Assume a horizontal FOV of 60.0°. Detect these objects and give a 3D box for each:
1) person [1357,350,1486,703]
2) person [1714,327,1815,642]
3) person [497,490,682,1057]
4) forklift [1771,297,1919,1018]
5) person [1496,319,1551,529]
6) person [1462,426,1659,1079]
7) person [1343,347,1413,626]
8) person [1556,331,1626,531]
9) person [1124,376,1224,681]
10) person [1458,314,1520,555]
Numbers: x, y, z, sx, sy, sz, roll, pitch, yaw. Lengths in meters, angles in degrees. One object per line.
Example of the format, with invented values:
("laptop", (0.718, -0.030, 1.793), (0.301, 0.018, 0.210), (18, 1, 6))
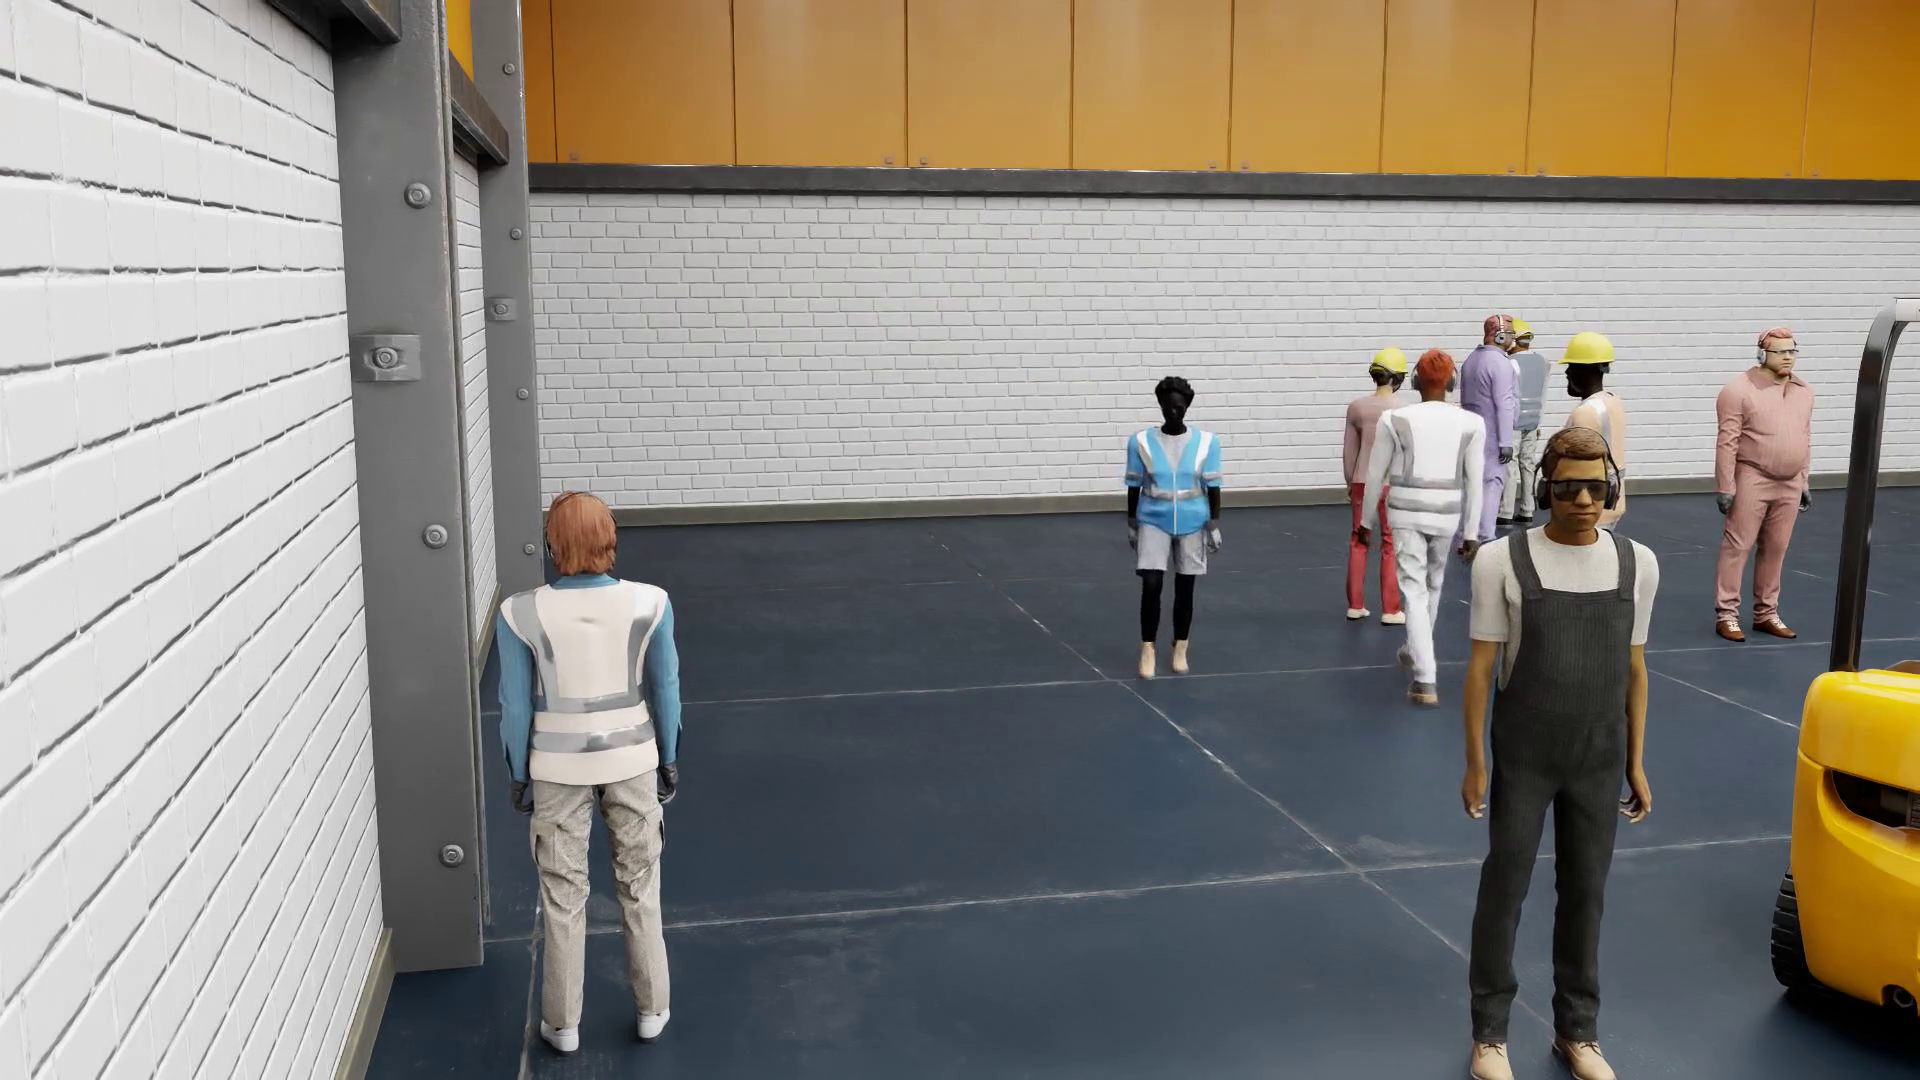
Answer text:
("person", (2.464, -0.090, 8.872), (0.594, 1.840, 0.978), (0, 9, -1))
("person", (4.910, -0.334, 10.119), (0.651, 1.906, 0.404), (-2, 10, -13))
("person", (-1.054, 0.673, 4.790), (0.514, 1.642, 0.307), (-3, 10, -18))
("forklift", (3.542, 0.334, 5.177), (2.313, 2.155, 1.214), (-9, 13, -43))
("person", (4.835, -1.008, 14.483), (0.586, 1.824, 0.403), (-5, 10, -27))
("person", (1.640, 0.607, 4.570), (0.513, 1.845, 0.335), (0, 9, 0))
("person", (2.696, -0.341, 10.599), (0.330, 1.765, 0.533), (-9, 13, -44))
("person", (3.355, -0.150, 8.933), (0.388, 1.927, 0.589), (6, 11, 33))
("person", (1.175, -0.058, 9.122), (0.543, 1.679, 0.576), (0, 9, 3))
("person", (4.140, -0.796, 12.939), (0.402, 1.906, 0.652), (-2, 9, -9))
